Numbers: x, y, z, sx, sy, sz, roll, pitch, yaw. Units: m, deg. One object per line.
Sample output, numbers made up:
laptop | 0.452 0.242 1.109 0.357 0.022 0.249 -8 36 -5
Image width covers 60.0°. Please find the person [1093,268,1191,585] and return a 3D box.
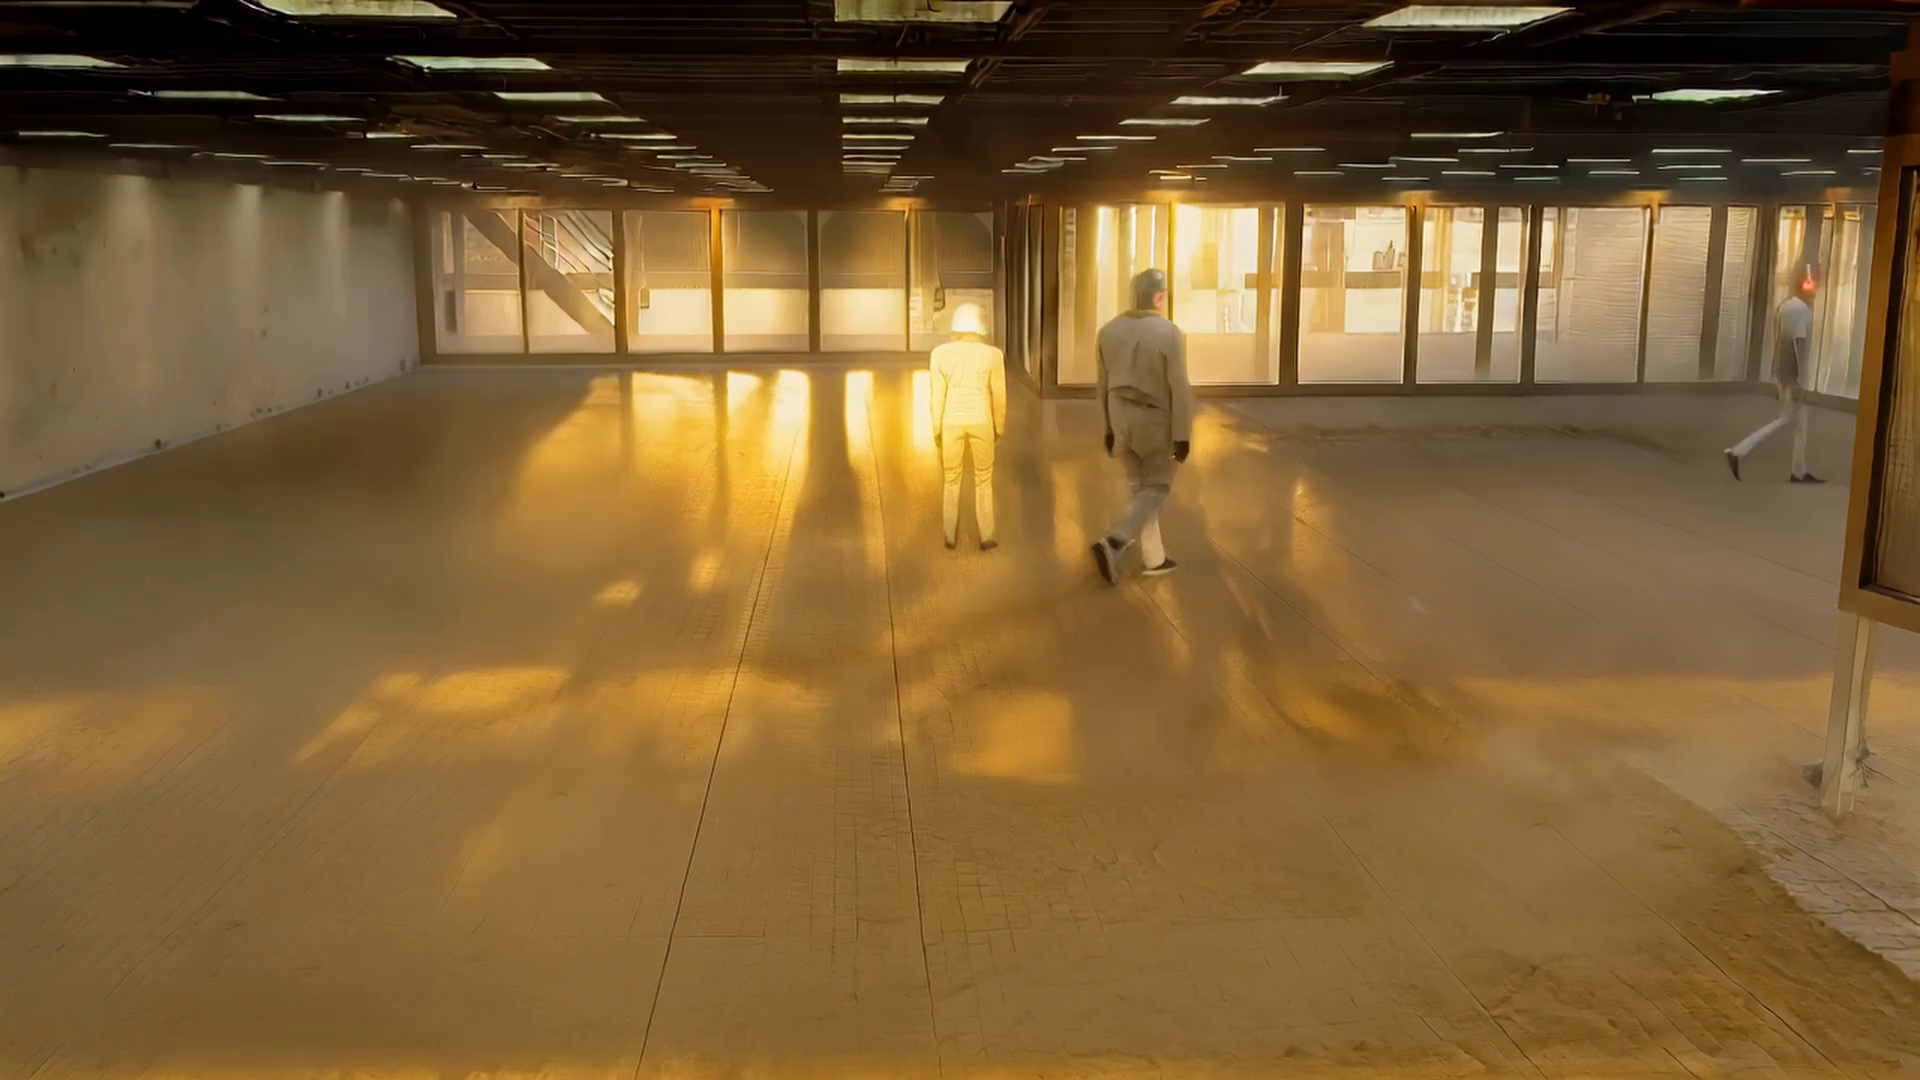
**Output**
person | 1.064 -0.669 9.886 0.829 1.879 0.650 -10 14 -42

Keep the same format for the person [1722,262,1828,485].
person | 6.762 -1.355 13.672 0.789 1.851 0.528 2 11 11

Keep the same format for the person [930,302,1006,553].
person | 0.055 -0.723 10.821 0.499 1.633 0.286 2 11 10
